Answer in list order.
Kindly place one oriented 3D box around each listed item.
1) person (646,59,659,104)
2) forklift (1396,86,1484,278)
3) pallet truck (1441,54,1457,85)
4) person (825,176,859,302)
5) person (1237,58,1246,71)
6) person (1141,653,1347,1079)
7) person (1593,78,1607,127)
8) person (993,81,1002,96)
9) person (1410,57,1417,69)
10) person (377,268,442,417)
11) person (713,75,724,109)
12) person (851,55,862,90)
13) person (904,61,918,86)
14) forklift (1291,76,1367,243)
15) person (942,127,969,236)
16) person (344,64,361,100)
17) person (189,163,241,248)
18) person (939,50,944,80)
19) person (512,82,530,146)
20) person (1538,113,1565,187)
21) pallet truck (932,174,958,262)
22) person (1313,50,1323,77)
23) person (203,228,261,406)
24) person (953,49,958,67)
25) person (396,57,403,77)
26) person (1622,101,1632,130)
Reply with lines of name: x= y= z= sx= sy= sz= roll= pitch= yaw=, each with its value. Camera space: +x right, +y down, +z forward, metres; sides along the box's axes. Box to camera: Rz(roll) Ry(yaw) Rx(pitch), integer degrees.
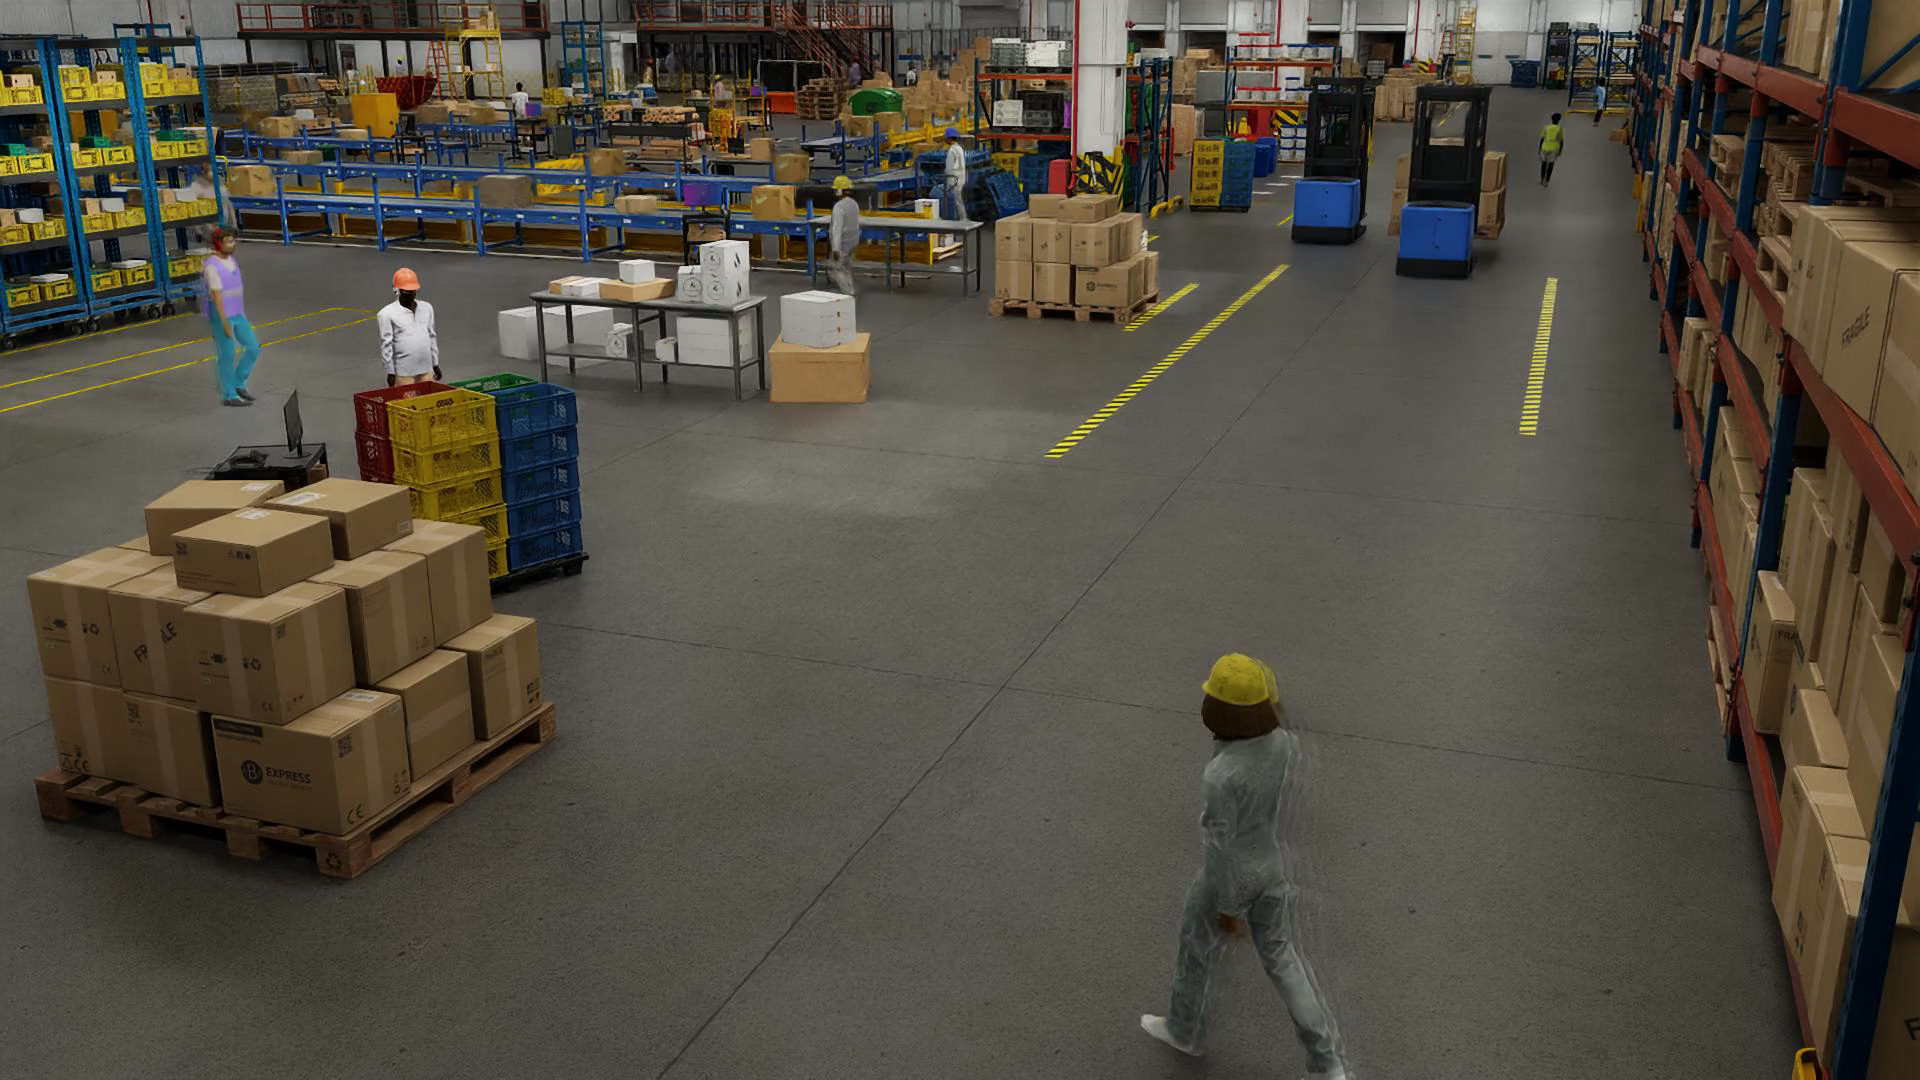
person: x=-13.374 y=-19.936 z=72.369 sx=0.800 sy=1.907 sz=0.578 roll=2 pitch=18 yaw=5
forklift: x=7.441 y=-5.548 z=25.586 sx=1.129 sy=2.768 sz=1.873 roll=6 pitch=19 yaw=19
pallet truck: x=22.765 y=-21.886 z=78.355 sx=0.823 sy=1.965 sz=1.885 roll=-4 pitch=18 yaw=-14
person: x=-1.571 y=-3.975 z=22.369 sx=0.432 sy=1.813 sz=0.614 roll=7 pitch=19 yaw=21
person: x=14.786 y=-24.645 z=87.281 sx=0.626 sy=1.844 sz=0.429 roll=-10 pitch=20 yaw=-29
person: x=1.086 y=1.241 z=6.163 sx=0.484 sy=1.708 sz=0.851 roll=-15 pitch=23 yaw=-38
person: x=22.477 y=-15.300 z=58.161 sx=0.565 sy=1.677 sz=0.552 roll=15 pitch=23 yaw=40
person: x=1.527 y=-18.177 z=66.843 sx=0.634 sy=1.916 sz=0.802 roll=-16 pitch=24 yaw=-41
person: x=21.495 y=-22.129 z=79.393 sx=0.900 sy=1.822 sz=0.574 roll=-5 pitch=18 yaw=-15
person: x=-4.886 y=-1.559 z=14.884 sx=0.340 sy=1.749 sz=0.572 roll=13 pitch=22 yaw=35
person: x=-8.725 y=-15.849 z=59.819 sx=0.911 sy=1.716 sz=0.548 roll=12 pitch=21 yaw=33
person: x=-4.724 y=-20.872 z=75.178 sx=1.014 sy=2.006 sz=0.608 roll=-7 pitch=19 yaw=-22
person: x=-1.954 y=-17.821 z=65.512 sx=0.539 sy=2.000 sz=0.688 roll=6 pitch=19 yaw=18
forklift: x=6.598 y=-6.755 z=29.381 sx=1.129 sy=2.768 sz=1.873 roll=6 pitch=19 yaw=19
person: x=-0.206 y=-6.465 z=30.021 sx=0.848 sy=1.910 sz=0.628 roll=4 pitch=18 yaw=11
person: x=-25.093 y=-18.744 z=68.748 sx=0.583 sy=1.827 sz=0.989 roll=-3 pitch=18 yaw=-11
person: x=-10.501 y=-4.425 z=23.672 sx=0.792 sy=1.880 sz=0.671 roll=6 pitch=19 yaw=17
person: x=-1.077 y=-28.039 z=98.183 sx=0.366 sy=1.683 sz=0.550 roll=1 pitch=18 yaw=4
person: x=-13.183 y=-12.807 z=50.035 sx=0.509 sy=1.872 sz=0.328 roll=-2 pitch=18 yaw=-8
person: x=13.699 y=-9.031 z=38.512 sx=0.546 sy=1.649 sz=0.860 roll=8 pitch=19 yaw=24
pallet truck: x=-0.507 y=-5.292 z=27.348 sx=0.653 sy=1.274 sz=1.630 roll=6 pitch=19 yaw=19
person: x=18.479 y=-24.322 z=86.014 sx=0.618 sy=1.993 sz=0.396 roll=-16 pitch=24 yaw=-41
person: x=-7.445 y=-2.259 z=16.957 sx=0.453 sy=1.830 sz=0.559 roll=1 pitch=18 yaw=5
person: x=-0.267 y=-25.591 z=90.125 sx=0.547 sy=1.917 sz=0.582 roll=-2 pitch=18 yaw=-8
person: x=-25.610 y=-21.138 z=76.135 sx=0.381 sy=1.917 sz=0.584 roll=-7 pitch=19 yaw=-20
person: x=21.408 y=-13.630 z=52.603 sx=0.987 sy=1.885 sz=0.563 roll=7 pitch=19 yaw=20
